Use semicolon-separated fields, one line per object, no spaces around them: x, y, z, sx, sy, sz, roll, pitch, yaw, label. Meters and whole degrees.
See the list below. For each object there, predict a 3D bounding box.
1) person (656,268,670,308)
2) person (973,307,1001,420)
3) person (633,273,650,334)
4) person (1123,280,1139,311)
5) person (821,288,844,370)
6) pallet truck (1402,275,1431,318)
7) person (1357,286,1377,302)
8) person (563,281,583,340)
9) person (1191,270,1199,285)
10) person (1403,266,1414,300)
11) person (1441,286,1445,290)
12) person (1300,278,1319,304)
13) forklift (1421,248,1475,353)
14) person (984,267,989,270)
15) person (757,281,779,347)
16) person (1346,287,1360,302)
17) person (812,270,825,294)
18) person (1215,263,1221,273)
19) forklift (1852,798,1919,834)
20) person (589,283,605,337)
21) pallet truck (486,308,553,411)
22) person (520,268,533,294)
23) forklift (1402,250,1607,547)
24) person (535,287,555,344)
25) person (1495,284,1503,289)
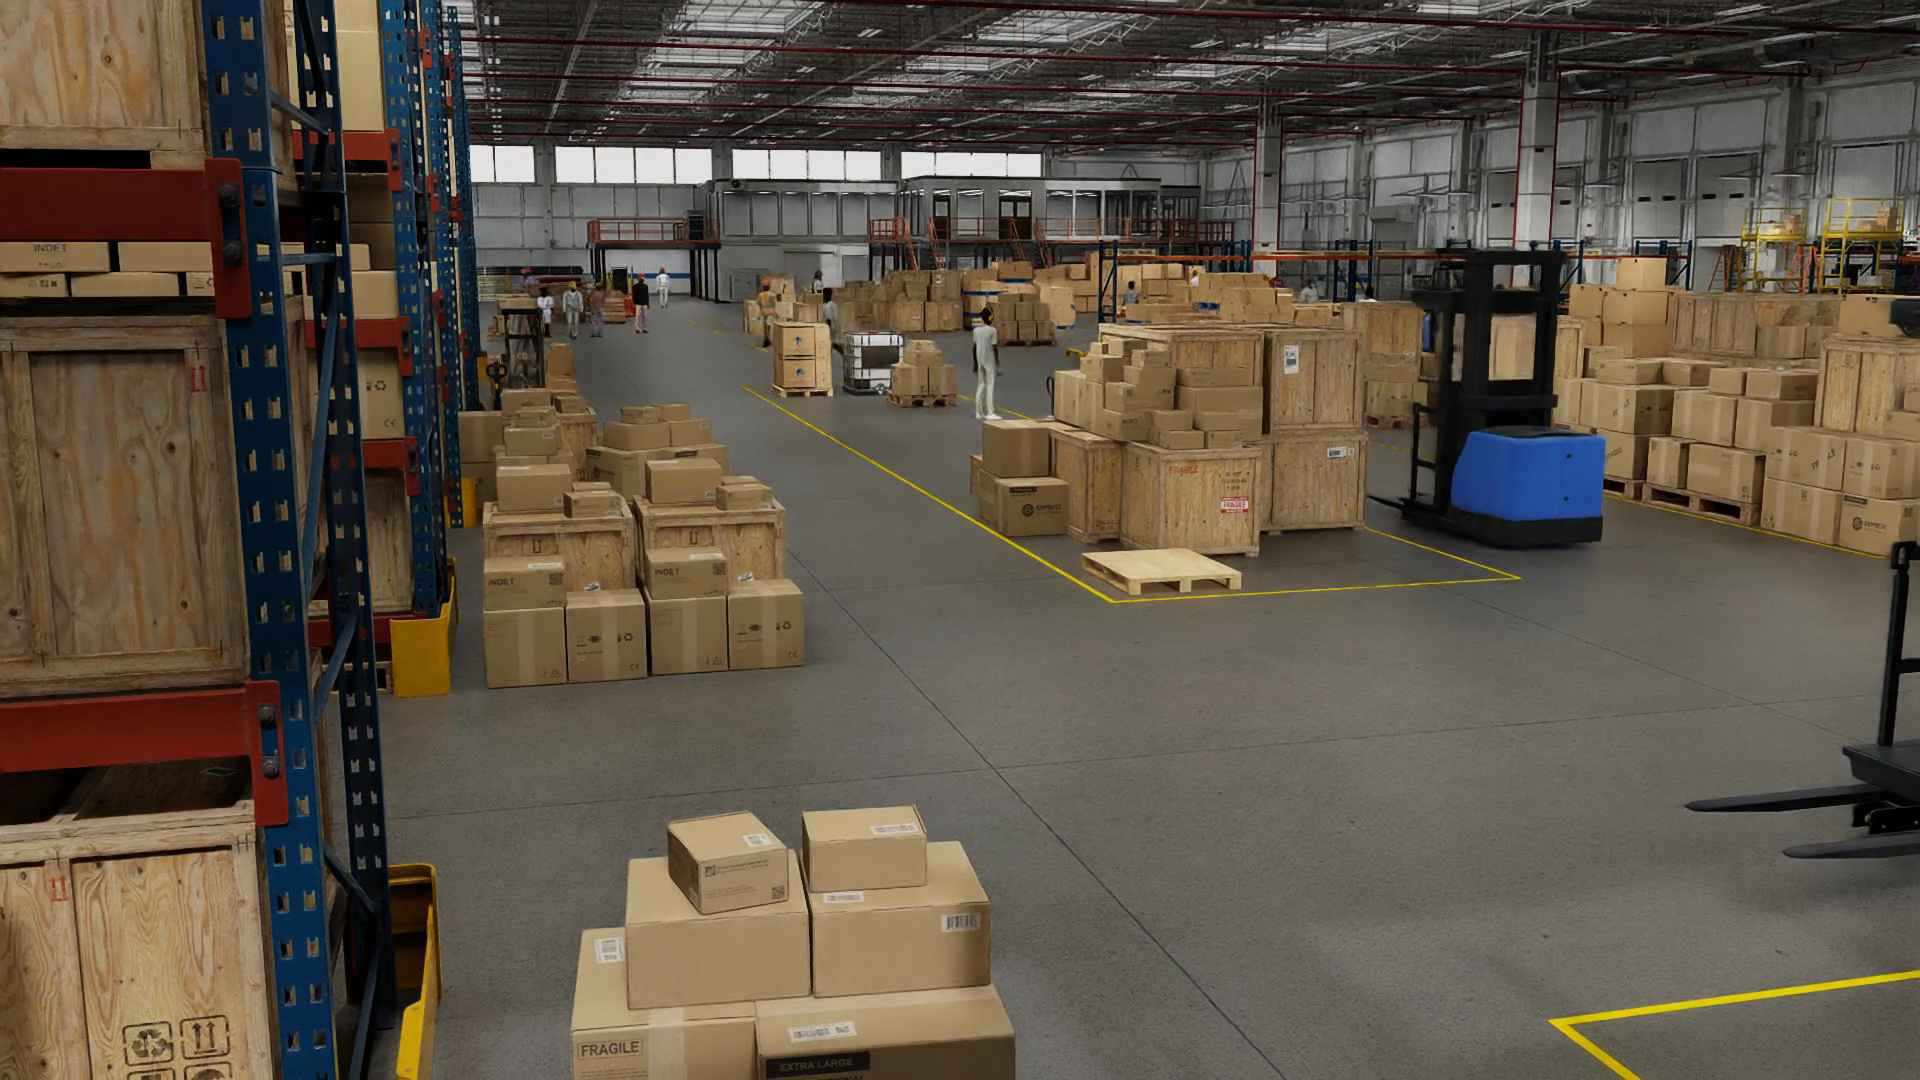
-13.847;-11.741;77.521;0.604;1.865;0.408;-3;10;-15;person
0.439;-2.911;27.535;0.533;1.864;0.310;9;14;42;person
-10.499;-7.798;54.837;0.395;1.993;0.616;10;14;44;person
5.179;-6.915;50.224;0.555;1.857;0.598;2;10;14;person
-2.985;-4.921;38.750;0.976;1.928;0.616;3;10;14;person
14.620;-7.324;52.145;0.823;1.965;1.885;8;13;40;pallet truck
9.831;-5.162;40.165;0.396;1.910;0.578;-9;13;-41;person
-11.888;-7.047;51.156;0.601;1.786;0.883;-4;11;-21;person
9.263;-9.645;65.456;0.376;1.940;0.629;7;12;35;person
21.107;-11.914;78.318;0.614;1.932;0.483;0;10;-2;person
14.576;-6.821;50.174;0.322;1.691;0.533;-3;11;-18;person
10.612;-6.911;50.063;0.638;1.908;0.840;-9;13;-40;person
12.055;-5.763;40.805;1.129;2.768;1.873;1;10;4;forklift
1.183;-11.317;74.955;0.543;1.928;0.370;-5;11;-24;person
-5.530;-6.468;47.658;0.555;1.898;0.967;3;10;16;person
10.925;-6.198;46.035;0.602;1.911;0.594;-3;11;-18;person
-4.917;-8.446;58.377;0.538;2.000;0.683;-4;11;-22;person
14.939;-15.087;96.204;0.641;1.951;0.939;-4;11;-23;person
5.412;0.098;7.616;1.873;2.768;1.129;-3;10;-15;forklift
-11.472;-7.264;52.596;0.491;1.724;0.567;10;14;43;person
-6.242;-2.418;24.362;0.823;1.965;1.885;1;10;3;pallet truck
-17.705;-10.148;68.174;0.625;1.995;1.050;4;11;21;person
5.388;-1.439;16.320;1.129;2.768;1.873;-3;10;-16;forklift
-12.323;-6.641;49.217;0.548;1.651;0.843;3;11;18;person
15.271;-6.397;47.465;0.637;1.789;0.926;-1;10;-5;person
